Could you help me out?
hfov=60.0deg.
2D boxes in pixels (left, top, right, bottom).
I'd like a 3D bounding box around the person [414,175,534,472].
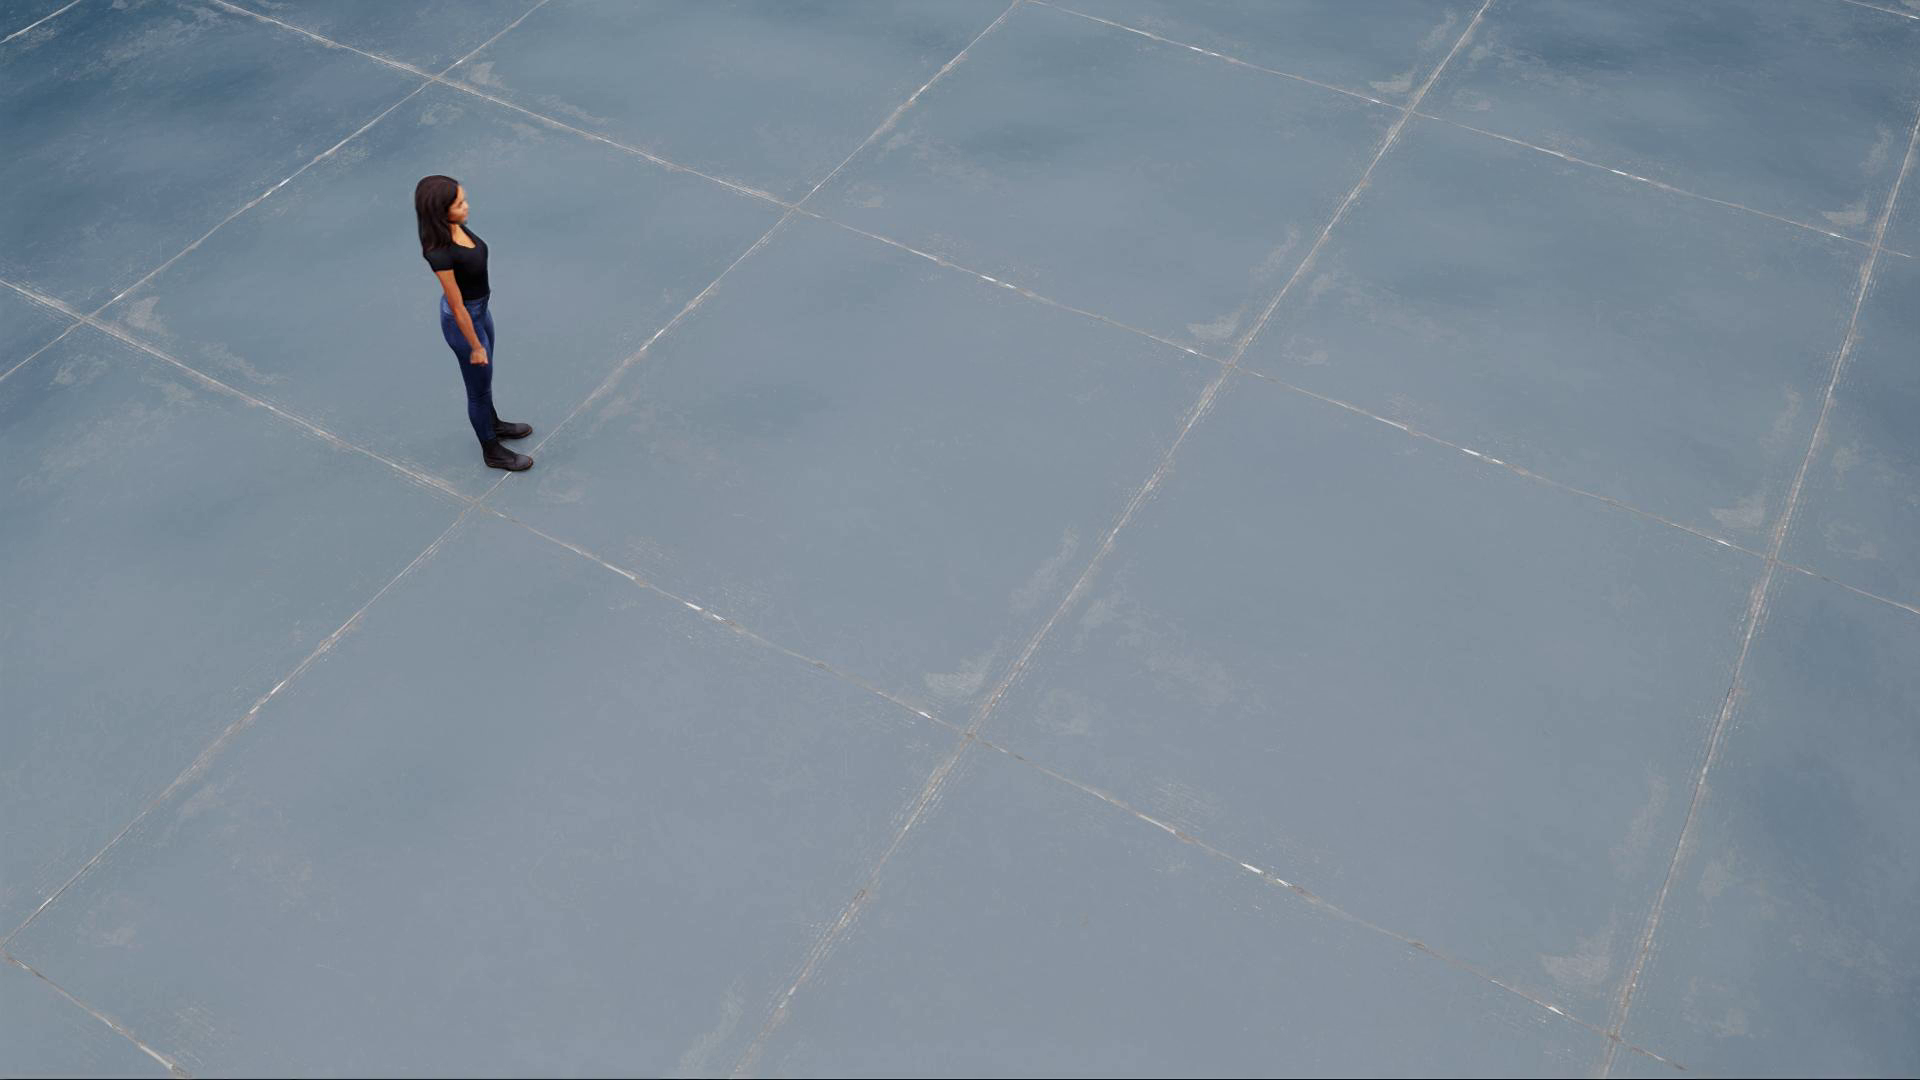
[{"bbox_3d":[-2.482,-1.087,8.387,0.691,1.740,0.644,-7,48,-6],"label":"person"}]
